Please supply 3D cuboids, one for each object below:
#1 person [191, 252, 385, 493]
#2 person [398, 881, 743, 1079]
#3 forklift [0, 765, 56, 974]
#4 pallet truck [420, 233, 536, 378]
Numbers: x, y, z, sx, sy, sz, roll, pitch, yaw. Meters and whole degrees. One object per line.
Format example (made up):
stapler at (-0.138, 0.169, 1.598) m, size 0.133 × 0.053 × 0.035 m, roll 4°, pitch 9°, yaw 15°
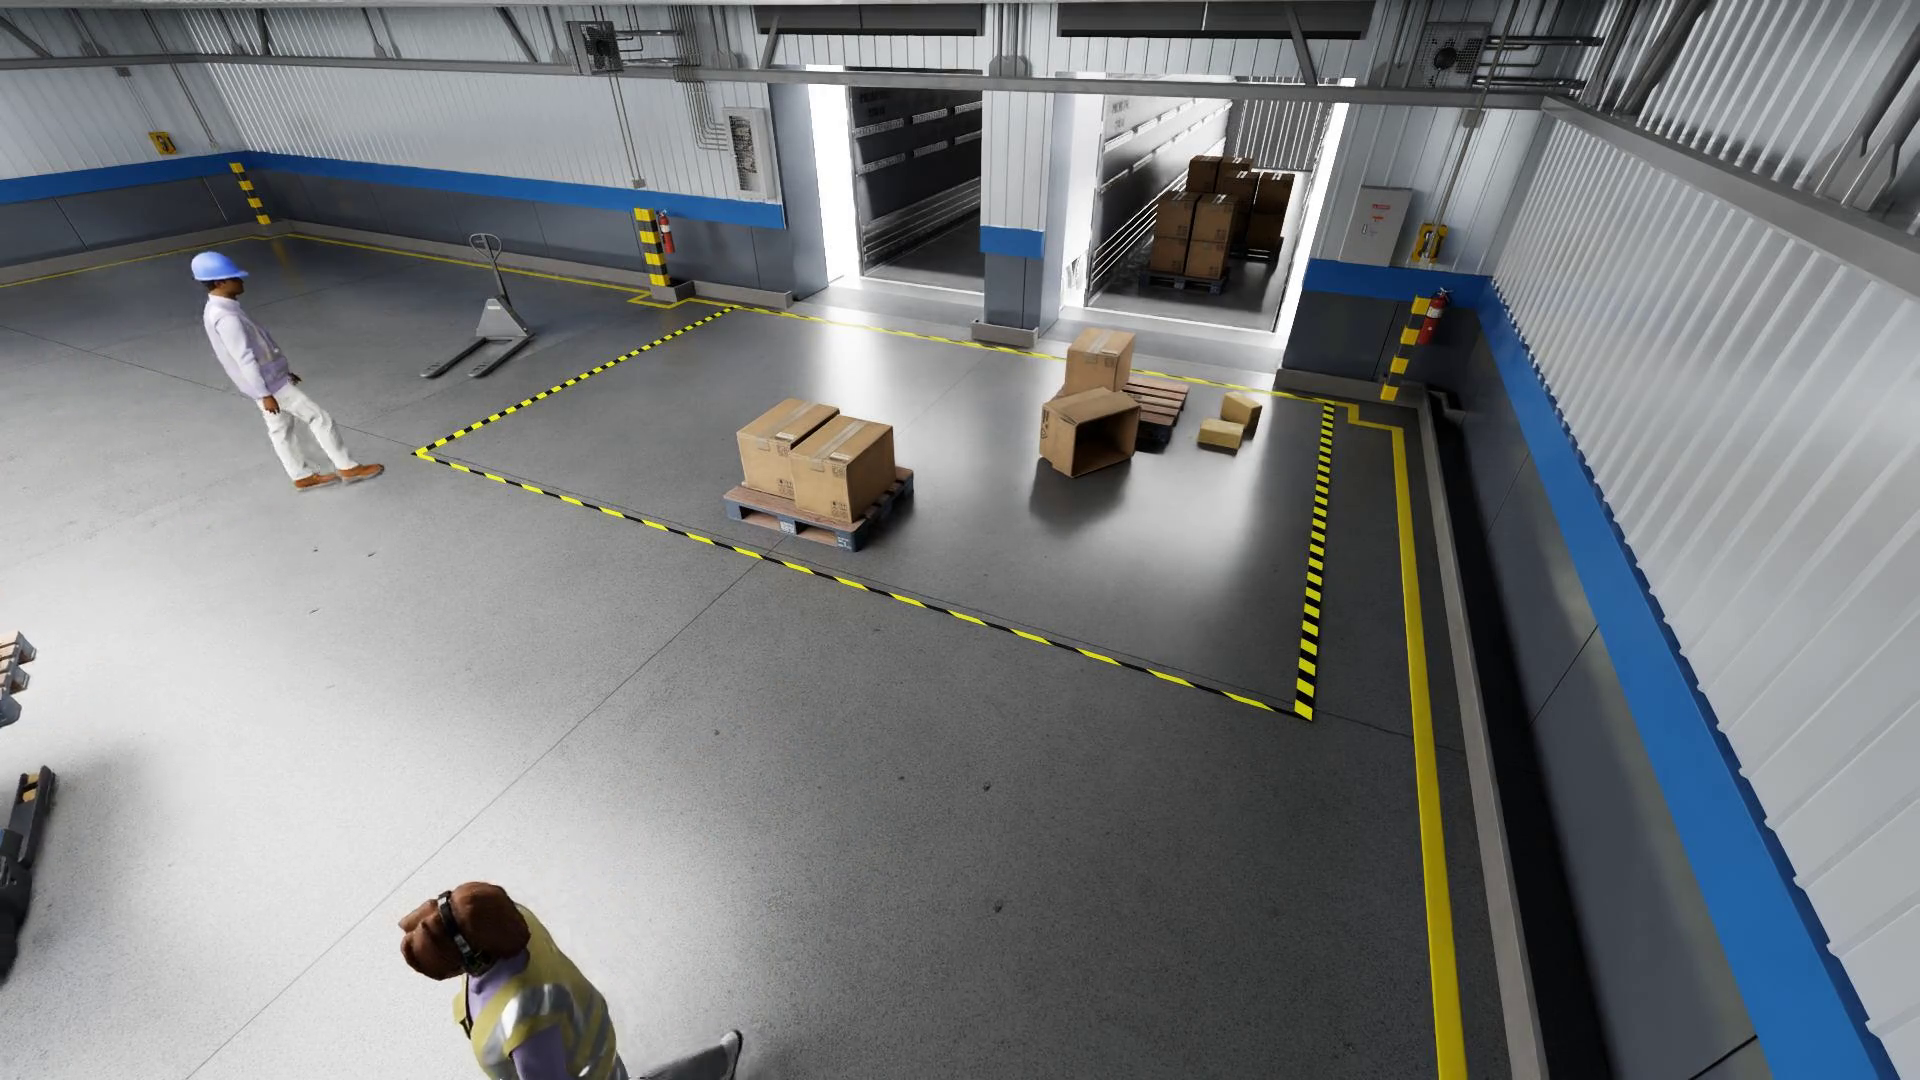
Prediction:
person at (-5.385, -1.294, 5.838) m, size 0.623 × 1.926 × 0.643 m, roll -29°, pitch 45°, yaw -35°
person at (-1.136, 1.494, 2.200) m, size 0.510 × 1.610 × 0.782 m, roll 30°, pitch 45°, yaw 35°
forklift at (-4.520, 0.971, 2.568) m, size 0.716 × 2.013 × 0.776 m, roll -26°, pitch 43°, yaw -32°
pallet truck at (-5.664, -2.712, 8.427) m, size 0.680 × 1.201 × 1.601 m, roll 0°, pitch 35°, yaw -1°
